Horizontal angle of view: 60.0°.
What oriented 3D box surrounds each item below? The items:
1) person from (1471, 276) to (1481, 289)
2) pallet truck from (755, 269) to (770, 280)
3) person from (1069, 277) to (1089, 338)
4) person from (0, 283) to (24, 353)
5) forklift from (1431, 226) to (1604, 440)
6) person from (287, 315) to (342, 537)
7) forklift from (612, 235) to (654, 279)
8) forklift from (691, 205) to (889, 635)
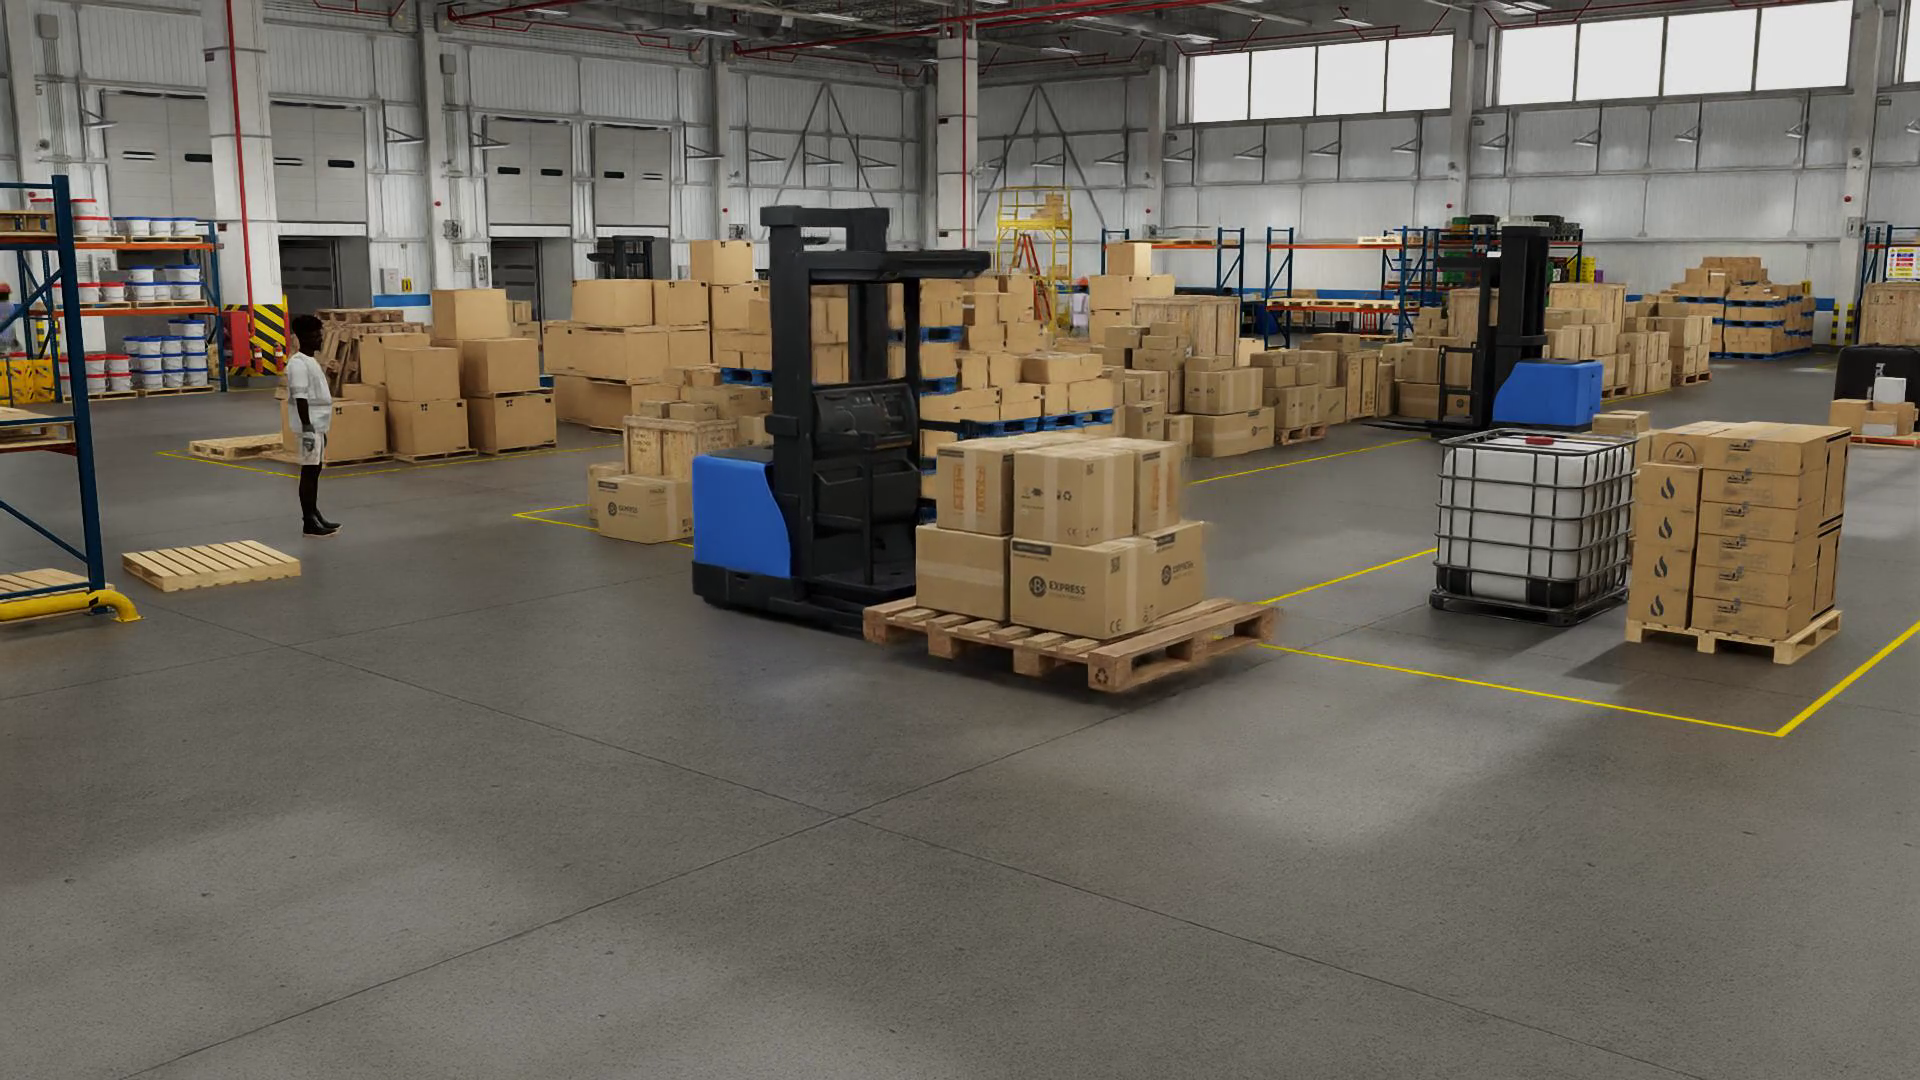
[{"bbox_3d":[11.959,-5.118,38.249,0.655,1.920,0.444,6,12,30],"label":"person"},{"bbox_3d":[-4.996,-6.432,45.525,1.885,1.965,0.823,-6,12,-32],"label":"pallet truck"},{"bbox_3d":[2.631,-4.651,35.611,0.573,1.916,0.483,10,14,44],"label":"person"},{"bbox_3d":[-17.305,-3.718,30.327,0.568,1.899,0.892,3,10,17],"label":"person"},{"bbox_3d":[7.339,-2.688,21.696,1.873,2.768,1.129,8,13,40],"label":"forklift"},{"bbox_3d":[-5.740,-1.008,14.733,0.367,1.966,0.606,-2,10,-12],"label":"person"},{"bbox_3d":[-7.300,-5.450,37.421,1.873,2.768,1.129,8,13,40],"label":"forklift"},{"bbox_3d":[-0.916,-0.903,11.533,1.873,2.768,1.129,8,13,40],"label":"forklift"}]
